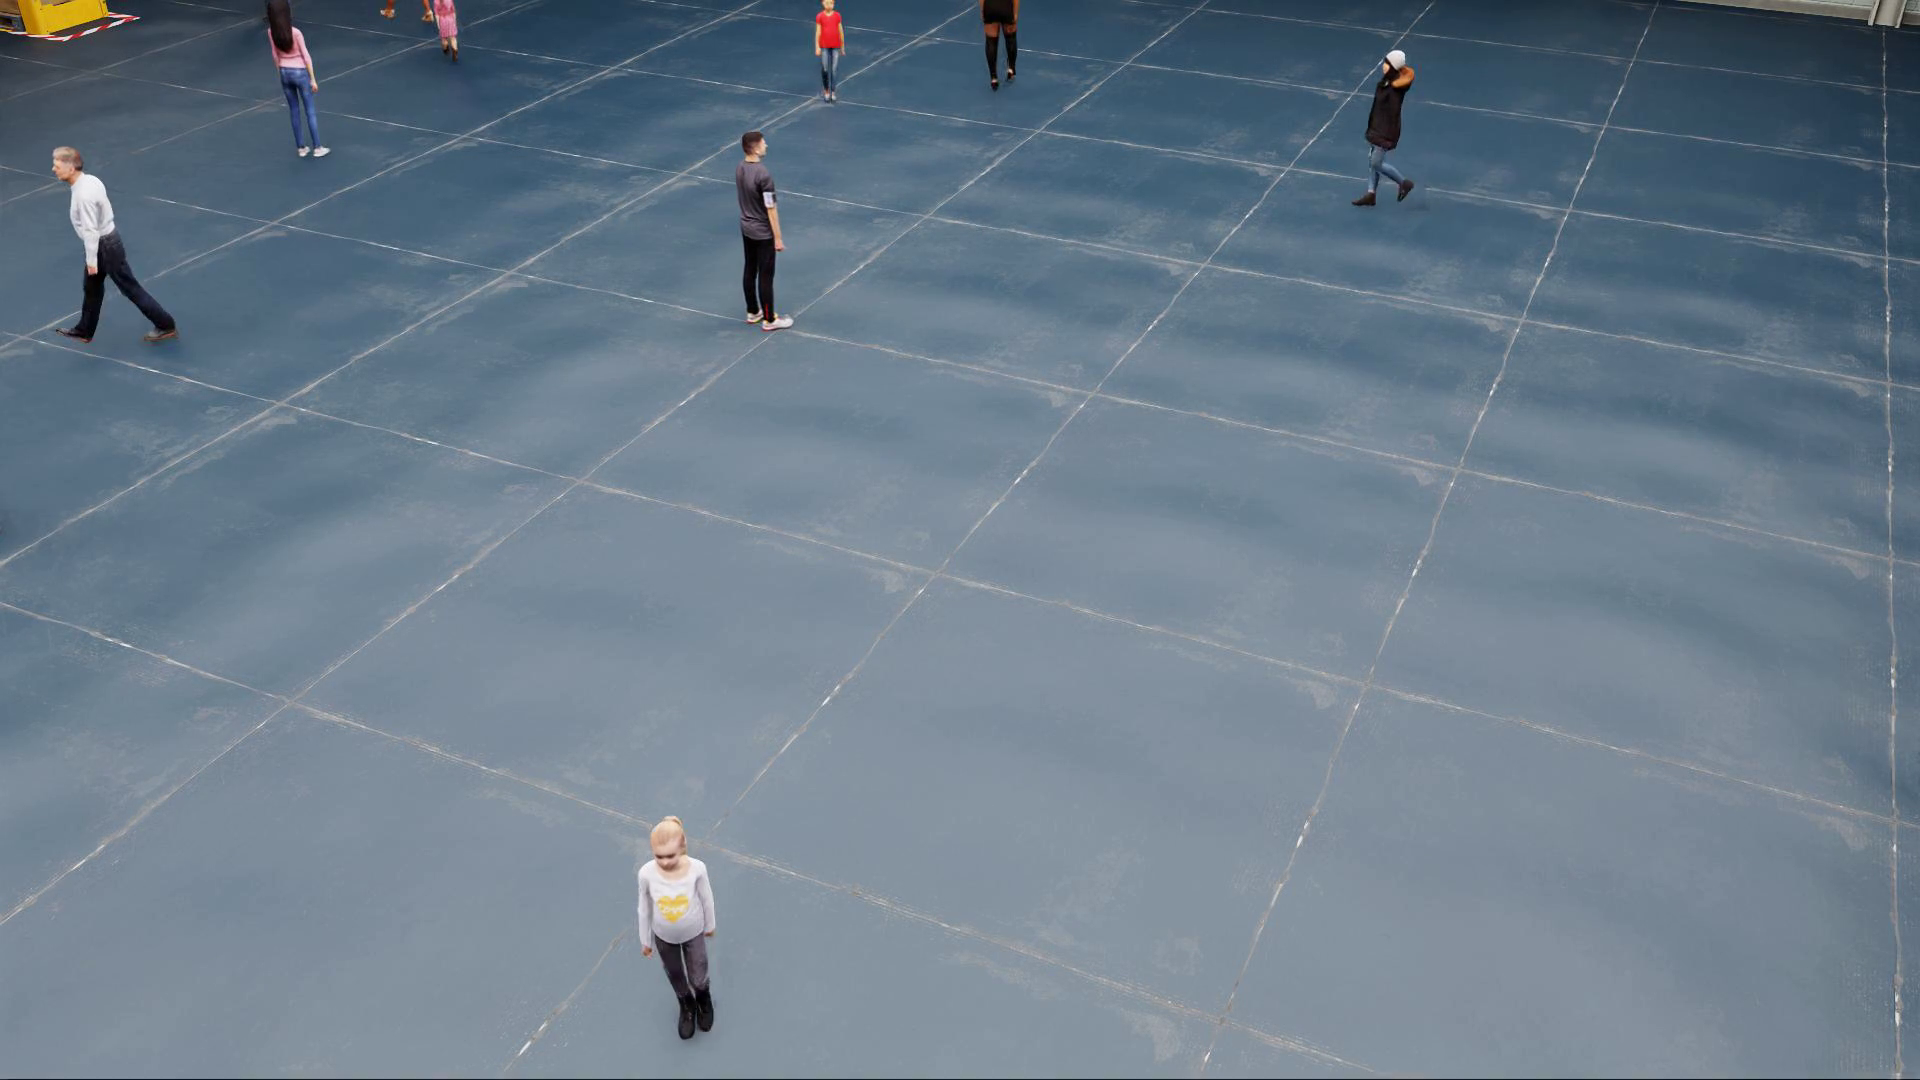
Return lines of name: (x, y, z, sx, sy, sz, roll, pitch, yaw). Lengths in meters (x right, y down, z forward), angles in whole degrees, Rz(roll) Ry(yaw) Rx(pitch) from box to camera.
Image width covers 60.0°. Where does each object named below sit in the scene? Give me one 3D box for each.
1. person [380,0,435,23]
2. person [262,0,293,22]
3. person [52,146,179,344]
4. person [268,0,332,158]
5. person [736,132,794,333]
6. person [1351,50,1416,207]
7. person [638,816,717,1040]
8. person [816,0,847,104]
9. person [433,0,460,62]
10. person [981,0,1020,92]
person: (-7.617, -7.929, 22.926, 1.089, 1.635, 0.644, 11, 34, 17)
person: (-9.723, -8.199, 23.138, 0.645, 1.866, 0.774, -1, 32, -2)
person: (-7.183, -2.468, 14.153, 1.221, 1.758, 1.199, -12, 34, -19)
person: (-7.345, -5.108, 18.353, 0.553, 1.742, 0.687, 3, 32, 5)
person: (-1.758, -2.696, 14.509, 0.771, 1.764, 0.630, -24, 39, -33)
person: (4.401, -4.180, 16.997, 0.947, 1.621, 0.816, 0, 32, 0)
person: (-1.321, 1.794, 7.854, 0.561, 1.270, 0.639, -1, 32, -2)
person: (-1.596, -5.998, 20.174, 0.595, 1.305, 0.658, -9, 33, -14)
person: (-6.669, -6.744, 21.629, 0.699, 1.015, 0.781, -13, 35, -20)
person: (0.469, -6.423, 20.358, 0.948, 1.827, 0.867, 4, 33, 7)
